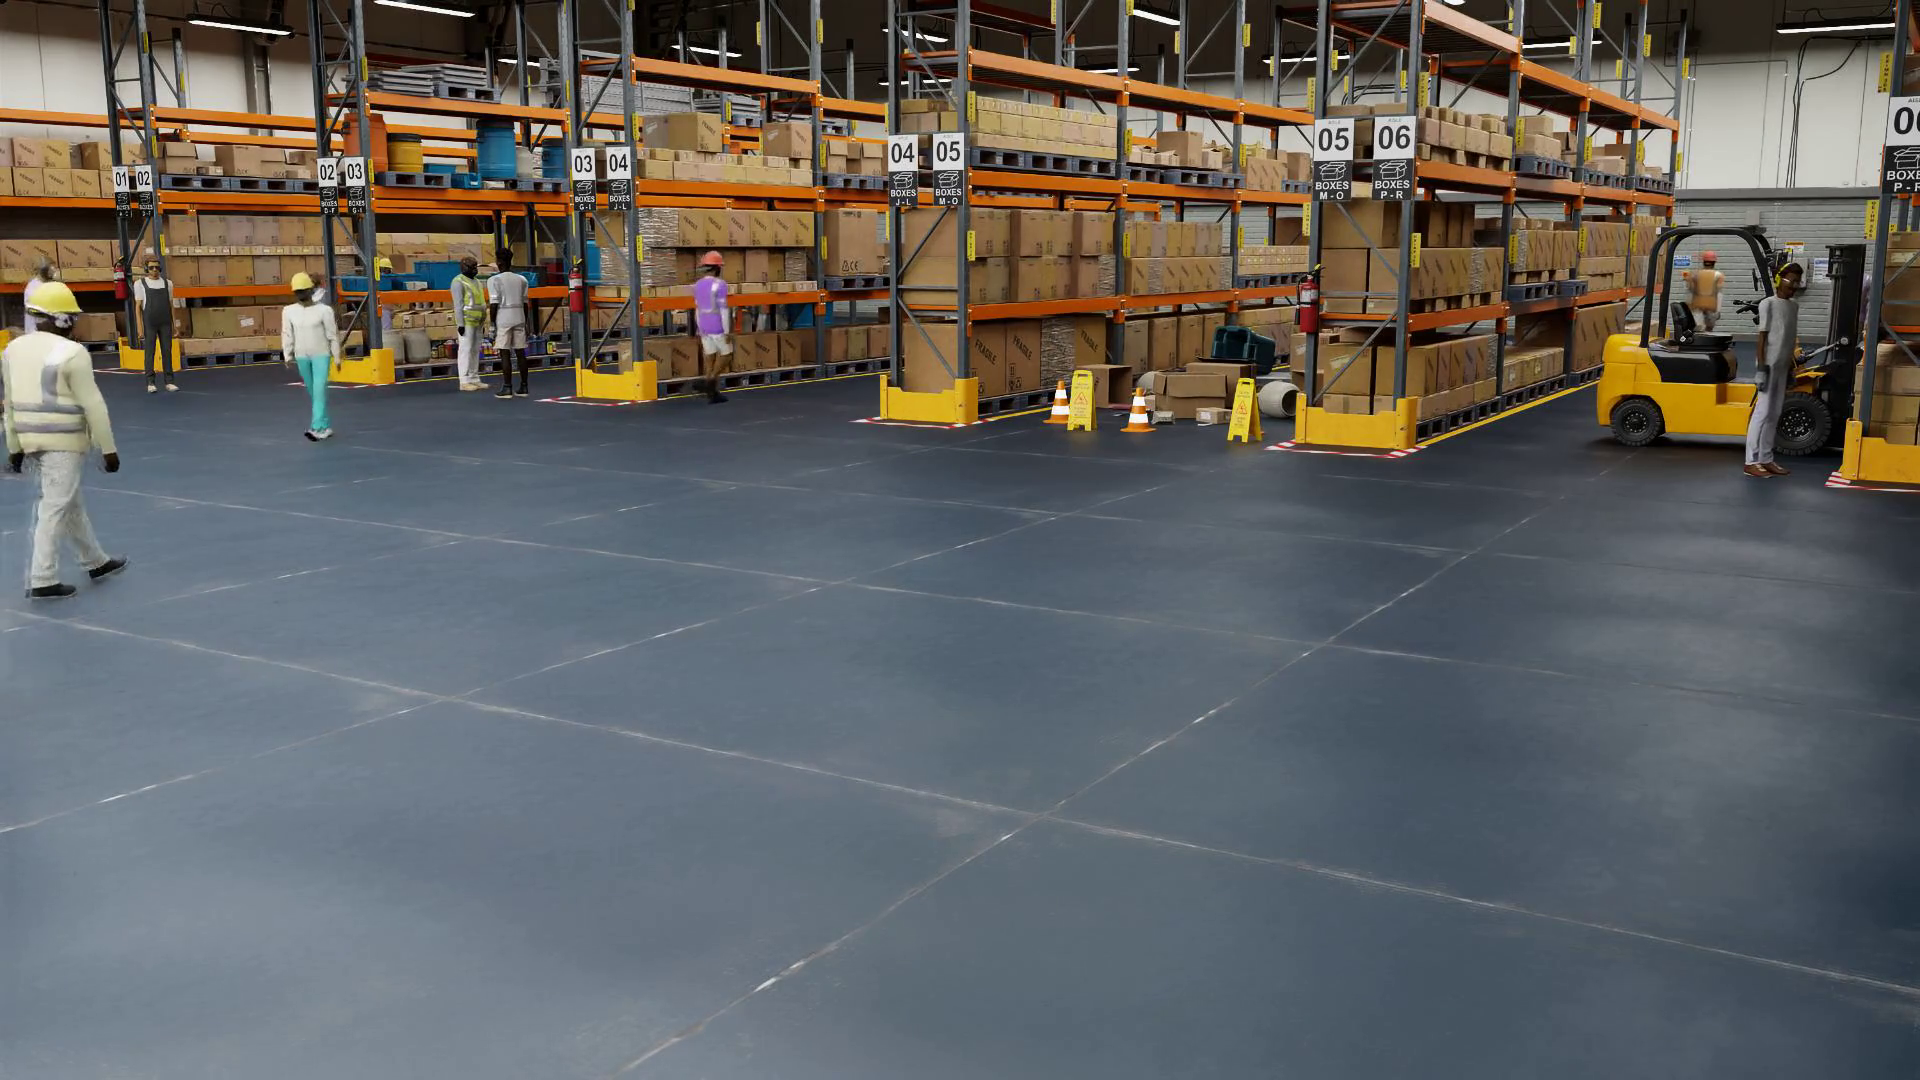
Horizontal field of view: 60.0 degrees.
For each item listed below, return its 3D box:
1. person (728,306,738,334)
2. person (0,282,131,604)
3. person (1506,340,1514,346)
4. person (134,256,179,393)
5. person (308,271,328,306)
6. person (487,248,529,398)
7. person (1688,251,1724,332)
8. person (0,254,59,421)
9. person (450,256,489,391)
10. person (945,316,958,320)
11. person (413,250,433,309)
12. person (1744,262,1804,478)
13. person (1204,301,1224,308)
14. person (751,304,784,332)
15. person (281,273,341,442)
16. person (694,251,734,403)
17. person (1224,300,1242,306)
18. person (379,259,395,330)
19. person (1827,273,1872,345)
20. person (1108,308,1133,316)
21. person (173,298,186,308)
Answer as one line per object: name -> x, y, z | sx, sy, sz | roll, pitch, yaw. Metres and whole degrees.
person -> -3.666, -3.426, 25.213 | 0.629, 1.932, 0.373 | 0, 10, 0
person -> -5.109, -0.573, 9.592 | 0.624, 1.790, 0.875 | 4, 11, 23
person -> 10.902, -4.520, 31.499 | 1.012, 1.868, 0.597 | 5, 11, 25
person -> -10.945, -2.935, 22.677 | 0.515, 1.844, 0.329 | -10, 14, -44
person -> -9.649, -3.242, 25.047 | 0.523, 1.610, 0.557 | 5, 11, 28
person -> -5.923, -2.842, 21.814 | 0.371, 1.966, 0.608 | 9, 13, 40
person -> 12.770, -4.003, 28.532 | 0.557, 1.899, 0.971 | 6, 12, 32
person -> -10.003, -2.123, 17.974 | 0.854, 1.914, 0.638 | -5, 11, -25
person -> -6.757, -2.991, 23.002 | 0.429, 1.842, 0.629 | 2, 10, 13
person -> 0.044, -3.016, 22.614 | 0.606, 2.035, 0.403 | 6, 12, 31
person -> -10.554, -4.742, 32.705 | 0.574, 1.879, 0.357 | 6, 12, 32
person -> 7.109, -1.477, 14.466 | 0.513, 1.863, 0.335 | -6, 12, -32
person -> 4.884, -4.470, 31.706 | 0.876, 1.694, 0.524 | -9, 13, -40
person -> -3.253, -3.772, 28.036 | 0.591, 1.613, 0.325 | -4, 11, -21
person -> -6.624, -1.847, 16.956 | 0.517, 1.713, 0.941 | 0, 10, 2
person -> -3.104, -2.675, 20.985 | 0.563, 1.927, 0.423 | 8, 13, 37
person -> 5.229, -4.720, 32.609 | 0.943, 1.863, 0.662 | -6, 12, -30
person -> -9.754, -3.889, 28.261 | 0.329, 1.763, 0.523 | -9, 14, -42
person -> 12.767, -3.182, 23.866 | 0.580, 1.918, 0.399 | 5, 11, 27
person -> 2.936, -4.261, 30.518 | 0.535, 1.697, 0.322 | 8, 13, 38
person -> -14.530, -4.253, 30.680 | 0.494, 1.624, 0.279 | -1, 10, -5
